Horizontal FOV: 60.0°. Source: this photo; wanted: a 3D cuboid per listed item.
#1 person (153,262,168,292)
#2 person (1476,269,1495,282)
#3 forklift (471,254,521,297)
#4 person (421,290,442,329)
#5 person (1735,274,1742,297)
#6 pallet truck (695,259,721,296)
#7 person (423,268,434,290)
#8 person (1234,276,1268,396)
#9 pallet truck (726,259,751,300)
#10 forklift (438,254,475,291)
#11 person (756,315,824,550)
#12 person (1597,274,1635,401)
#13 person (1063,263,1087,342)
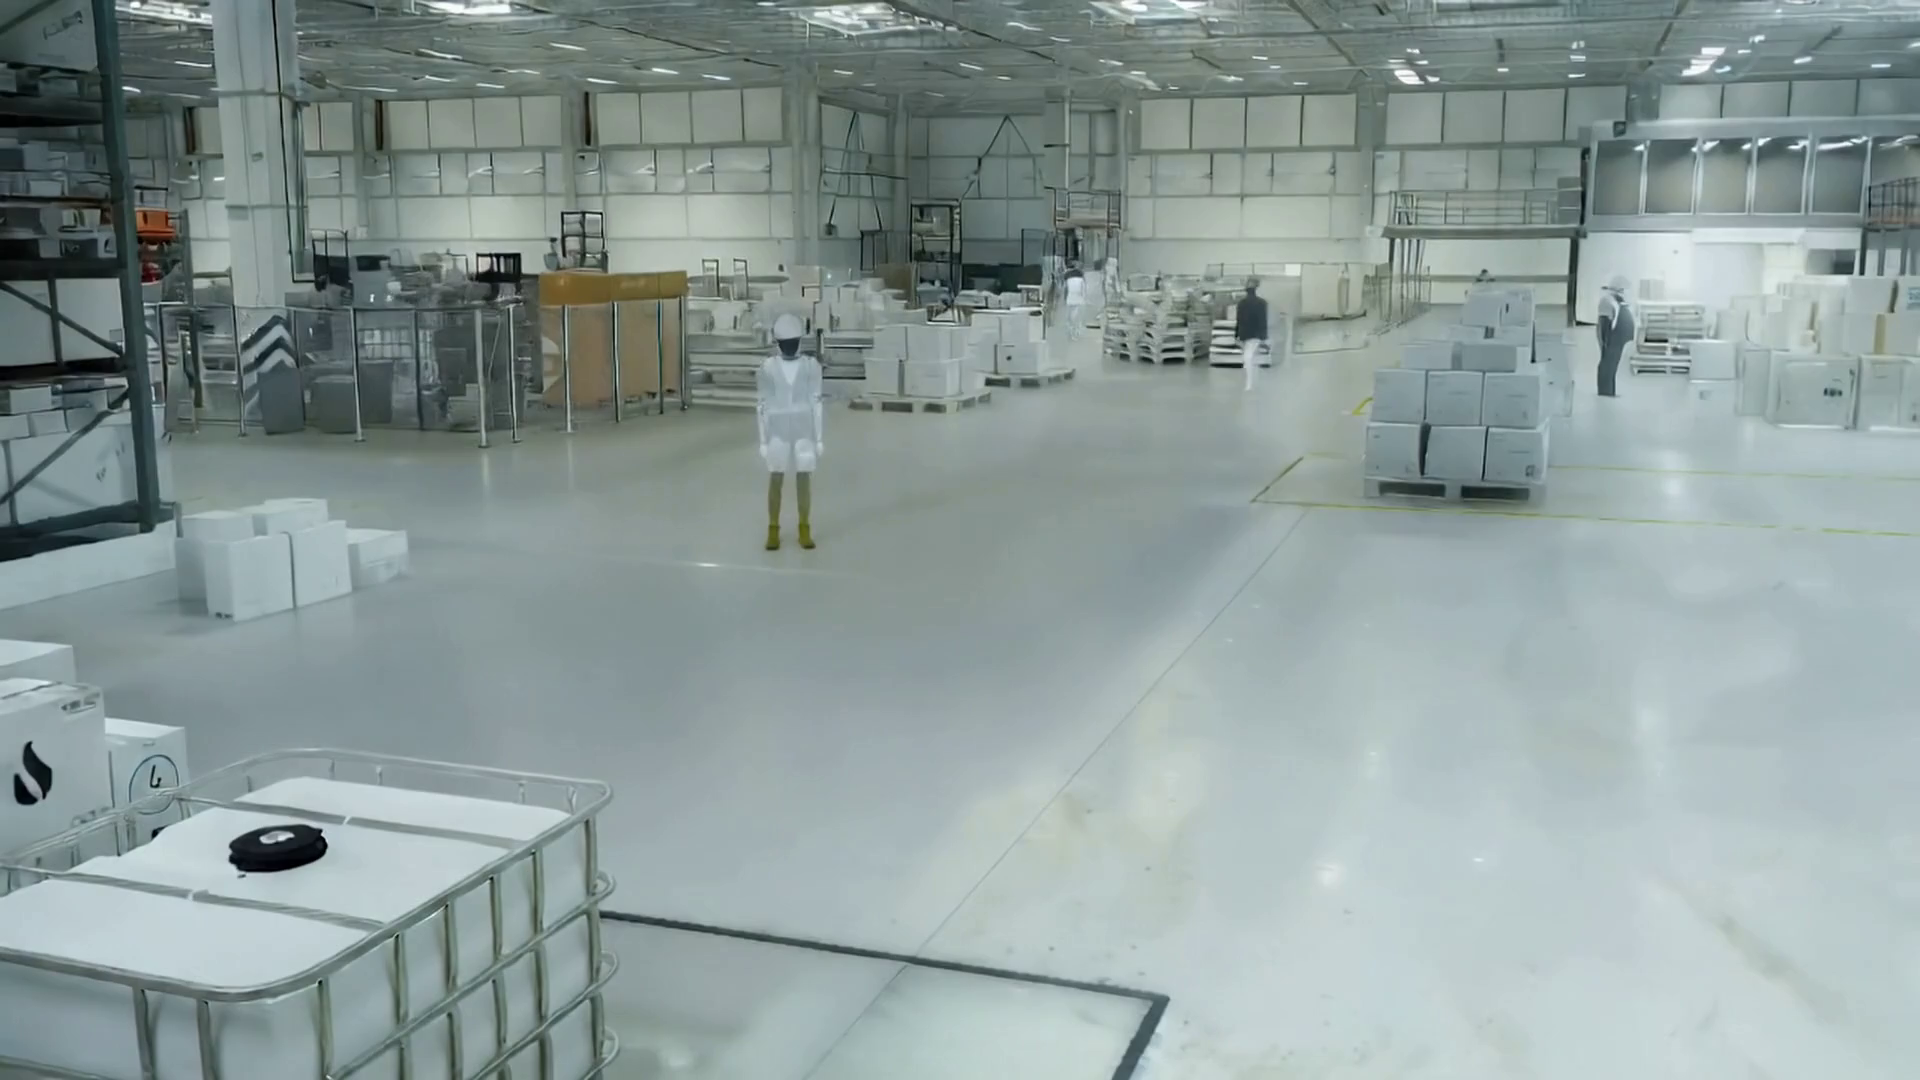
[{"bbox_3d":[-27.648,-8.641,57.476,0.643,1.910,0.411,6,12,29],"label":"person"},{"bbox_3d":[14.688,-6.666,46.568,0.587,1.844,0.983,5,11,27],"label":"person"},{"bbox_3d":[-17.990,-10.121,64.684,1.157,1.987,2.680,3,11,17],"label":"forklift"},{"bbox_3d":[-9.701,-3.791,30.831,0.798,1.663,0.538,4,11,21],"label":"person"},{"bbox_3d":[24.763,-7.807,52.862,0.990,1.859,0.664,0,10,-2],"label":"person"},{"bbox_3d":[-9.165,-9.627,62.776,0.823,1.965,1.885,4,11,23],"label":"pallet truck"},{"bbox_3d":[-19.408,-9.186,60.785,0.403,1.823,0.586,-7,12,-34],"label":"person"},{"bbox_3d":[4.871,-3.405,27.767,0.539,1.983,0.634,-9,14,-42],"label":"person"},{"bbox_3d":[-7.986,-9.493,62.019,0.823,1.965,1.885,3,11,17],"label":"pallet truck"},{"bbox_3d":[-20.133,-10.254,65.465,1.157,1.987,2.680,3,11,19],"label":"forklift"},{"bbox_3d":[-1.390,-0.875,13.656,0.552,1.934,0.373,-2,10,-10],"label":"person"},{"bbox_3d":[10.558,-3.254,26.762,0.538,2.000,0.690,8,13,39],"label":"person"},{"bbox_3d":[2.976,-6.149,43.129,0.631,2.025,0.495,1,10,8],"label":"person"}]
